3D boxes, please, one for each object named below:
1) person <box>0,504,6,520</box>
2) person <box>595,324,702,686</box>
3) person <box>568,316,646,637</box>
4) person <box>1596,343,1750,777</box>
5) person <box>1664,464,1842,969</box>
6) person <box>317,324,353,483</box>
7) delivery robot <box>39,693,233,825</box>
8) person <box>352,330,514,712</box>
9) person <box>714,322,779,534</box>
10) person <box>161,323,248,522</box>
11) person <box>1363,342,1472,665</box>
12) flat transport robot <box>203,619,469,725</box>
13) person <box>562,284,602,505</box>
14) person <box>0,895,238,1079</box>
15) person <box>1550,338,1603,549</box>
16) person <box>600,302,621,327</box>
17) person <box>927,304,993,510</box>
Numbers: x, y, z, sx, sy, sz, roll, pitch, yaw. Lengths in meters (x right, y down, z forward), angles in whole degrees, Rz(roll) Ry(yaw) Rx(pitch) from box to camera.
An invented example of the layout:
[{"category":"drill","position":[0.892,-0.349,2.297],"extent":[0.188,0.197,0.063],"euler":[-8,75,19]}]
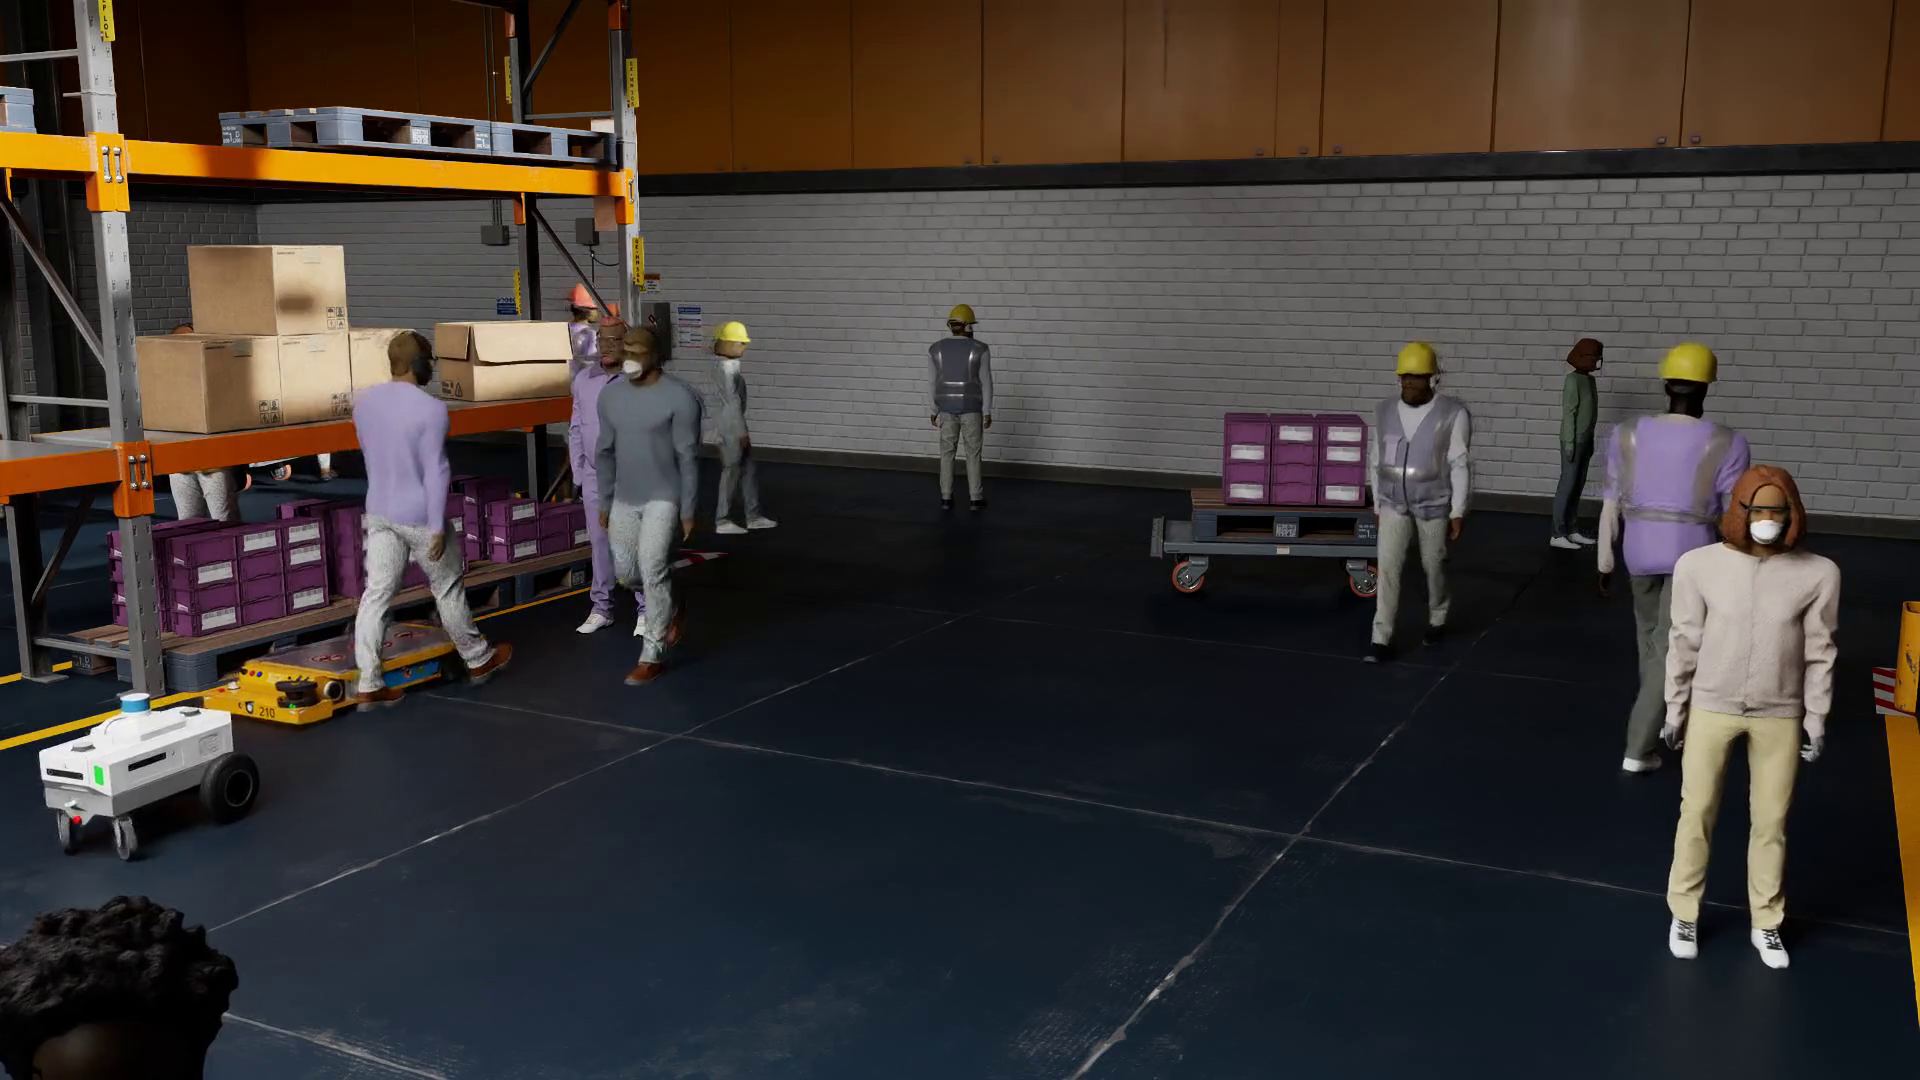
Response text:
[{"category":"person","position":[-8.416,-1.117,14.176],"extent":[0.587,1.926,0.366],"euler":[-2,10,-9]},{"category":"person","position":[-1.641,-0.213,8.991],"extent":[0.638,1.917,0.700],"euler":[4,11,24]},{"category":"person","position":[-2.043,-0.375,9.920],"extent":[0.642,1.913,0.408],"euler":[2,10,14]},{"category":"person","position":[3.212,0.071,7.417],"extent":[0.608,1.876,0.959],"euler":[8,13,40]},{"category":"person","position":[2.515,0.563,5.323],"extent":[0.493,1.625,0.276],"euler":[3,10,19]},{"category":"person","position":[-6.301,-1.521,16.588],"extent":[0.651,1.891,0.998],"euler":[-4,11,-24]},{"category":"delivery robot","position":[-3.209,0.845,6.510],"extent":[0.477,0.478,0.707],"euler":[4,10,20]},{"category":"person","position":[-2.766,-0.119,8.496],"extent":[0.648,1.884,1.008],"euler":[5,11,26]},{"category":"person","position":[-1.722,-0.906,13.530],"extent":[0.647,1.723,0.518],"euler":[-2,10,-13]},{"category":"person","position":[-4.881,-0.474,10.719],"extent":[0.624,1.837,0.430],"euler":[2,10,12]},{"category":"person","position":[2.605,-0.226,9.413],"extent":[0.602,1.791,0.920],"euler":[6,12,33]},{"category":"flat transport robot","position":[-3.120,0.660,8.671],"extent":[0.652,0.197,1.431],"euler":[5,11,26]},{"category":"person","position":[-3.181,-1.166,14.201],"extent":[0.657,2.015,0.649],"euler":[8,13,40]},{"category":"person","position":[-0.778,1.162,1.644],"extent":[0.535,1.697,0.318],"euler":[-6,11,-31]},{"category":"person","position":[4.799,-0.747,12.901],"extent":[0.273,1.627,0.502],"euler":[8,12,38]},{"category":"person","position":[-2.771,-1.012,13.684],"extent":[0.337,1.883,0.584],"euler":[-4,11,-24]},{"category":"person","position":[0.010,-1.176,14.799],"extent":[0.592,1.828,0.404],"euler":[3,10,16]}]
